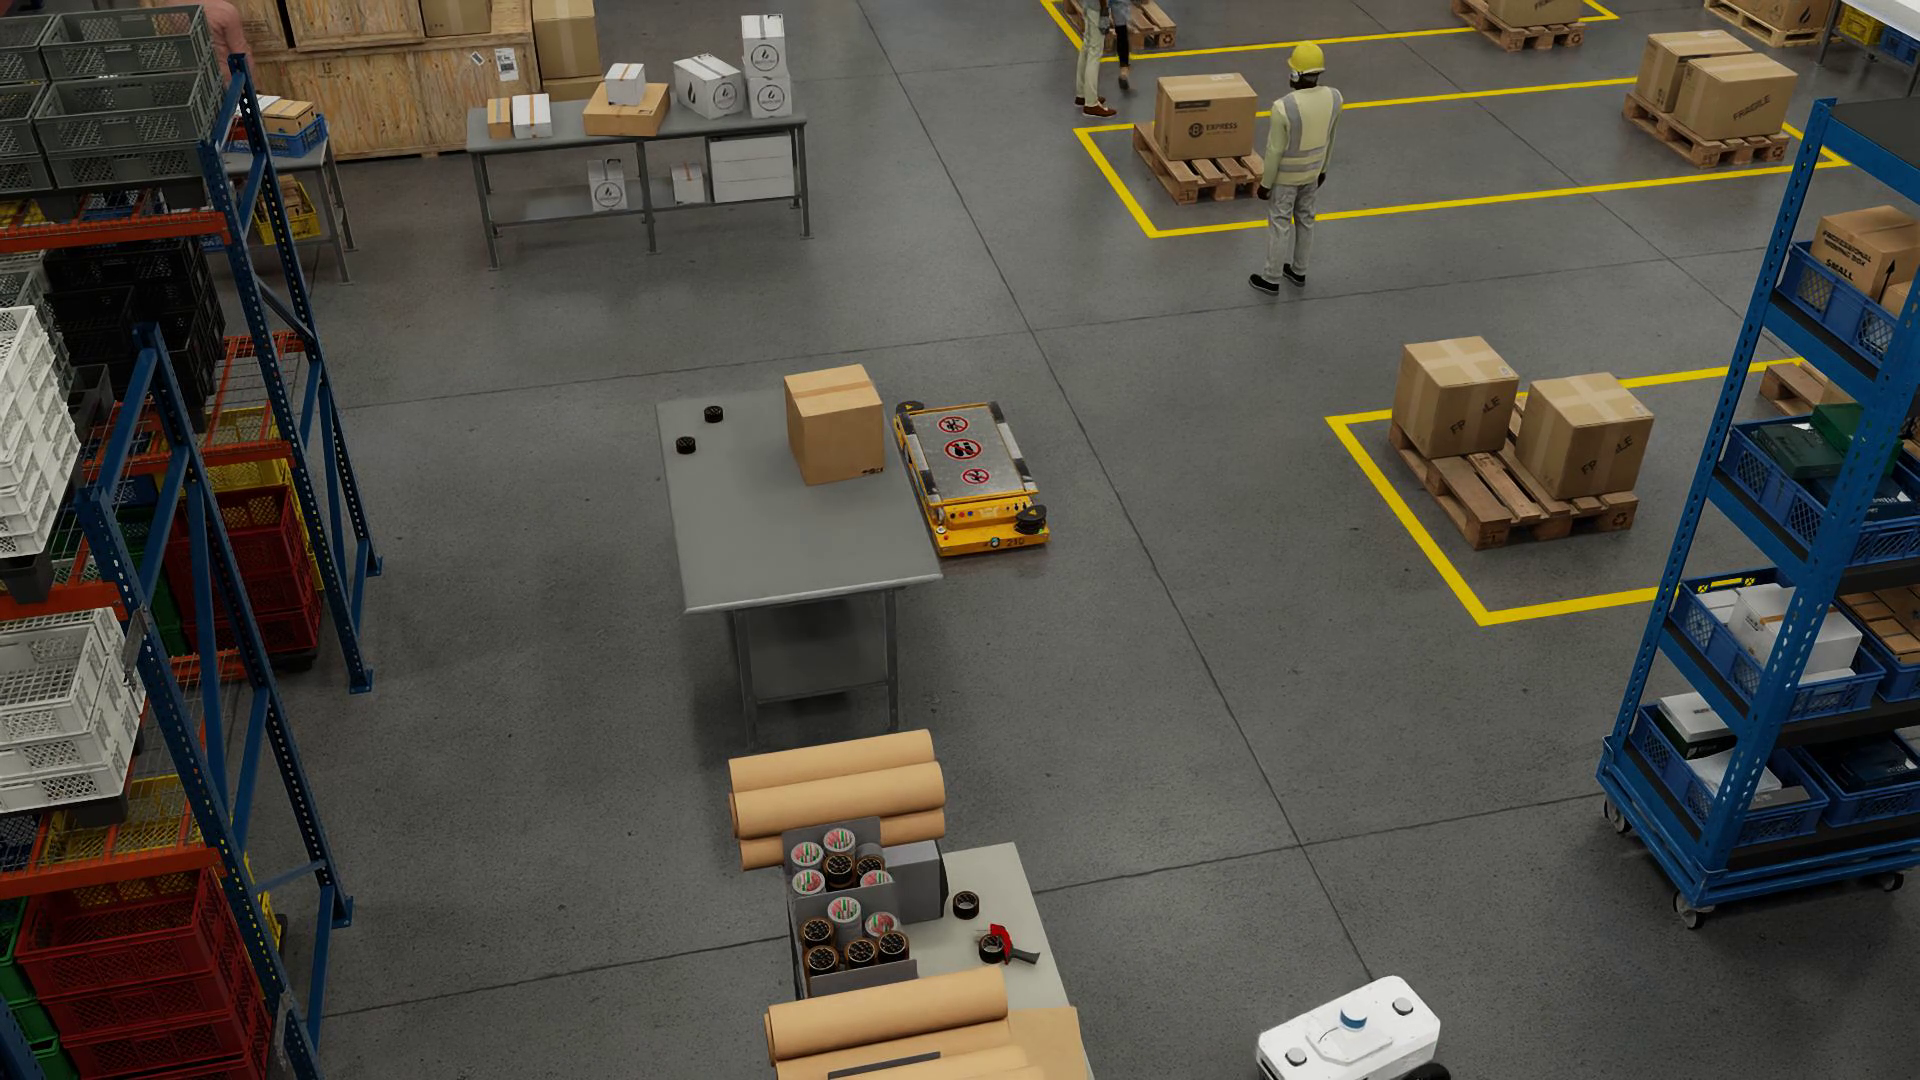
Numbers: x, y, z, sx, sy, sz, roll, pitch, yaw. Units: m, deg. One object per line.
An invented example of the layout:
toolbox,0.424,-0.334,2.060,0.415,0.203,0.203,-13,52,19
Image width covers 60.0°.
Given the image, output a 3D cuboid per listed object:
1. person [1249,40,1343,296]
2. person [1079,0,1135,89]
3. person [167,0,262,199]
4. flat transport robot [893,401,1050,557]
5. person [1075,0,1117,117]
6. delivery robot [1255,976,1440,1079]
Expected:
person,2.356,-2.615,11.746,0.599,1.832,0.404,-19,41,-24
person,1.345,-4.945,15.028,0.556,1.649,0.783,-7,37,-9
person,-5.774,-3.632,13.070,0.662,1.894,0.408,13,38,16
flat transport robot,0.046,-0.430,10.108,0.652,0.197,1.431,-8,37,-10
person,1.200,-4.625,14.416,0.328,1.873,0.520,-7,37,-10
delivery robot,1.517,1.997,6.535,0.707,0.478,0.477,-17,40,-21
